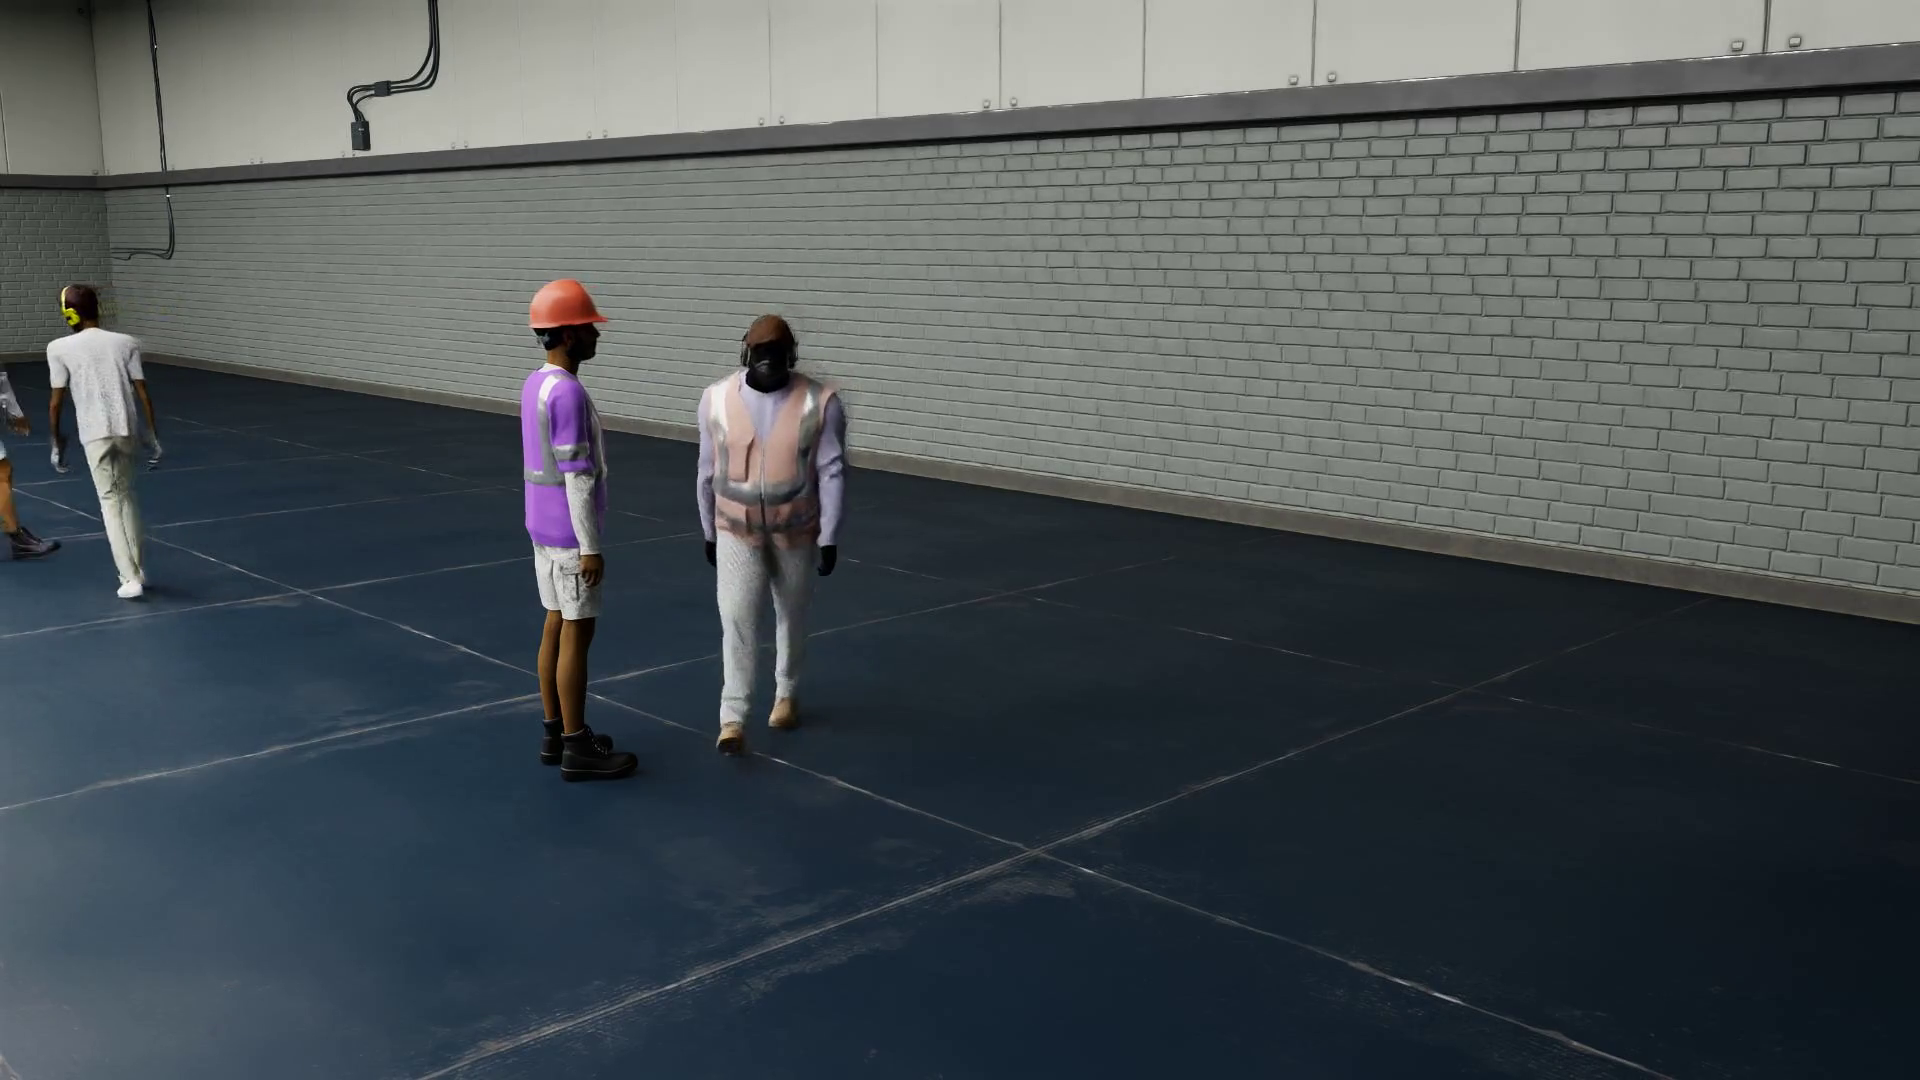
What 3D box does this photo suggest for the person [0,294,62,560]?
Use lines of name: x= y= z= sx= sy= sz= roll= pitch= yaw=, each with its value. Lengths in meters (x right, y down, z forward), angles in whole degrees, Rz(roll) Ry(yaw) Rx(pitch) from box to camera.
person: x=-6.300 y=-0.820 z=10.867 sx=0.861 sy=1.902 sz=0.558 roll=-2 pitch=11 yaw=-12

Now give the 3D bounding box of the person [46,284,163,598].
person: x=-5.014 y=-0.578 z=9.756 sx=0.533 sy=1.827 sz=0.702 roll=-10 pitch=14 yaw=-43

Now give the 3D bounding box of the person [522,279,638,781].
person: x=-1.516 y=-0.042 z=6.528 sx=0.353 sy=1.942 sz=0.545 roll=-6 pitch=12 yaw=-29

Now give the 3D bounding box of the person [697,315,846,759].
person: x=-0.785 y=-0.020 z=6.829 sx=0.629 sy=1.782 sz=0.994 roll=0 pitch=10 yaw=0
